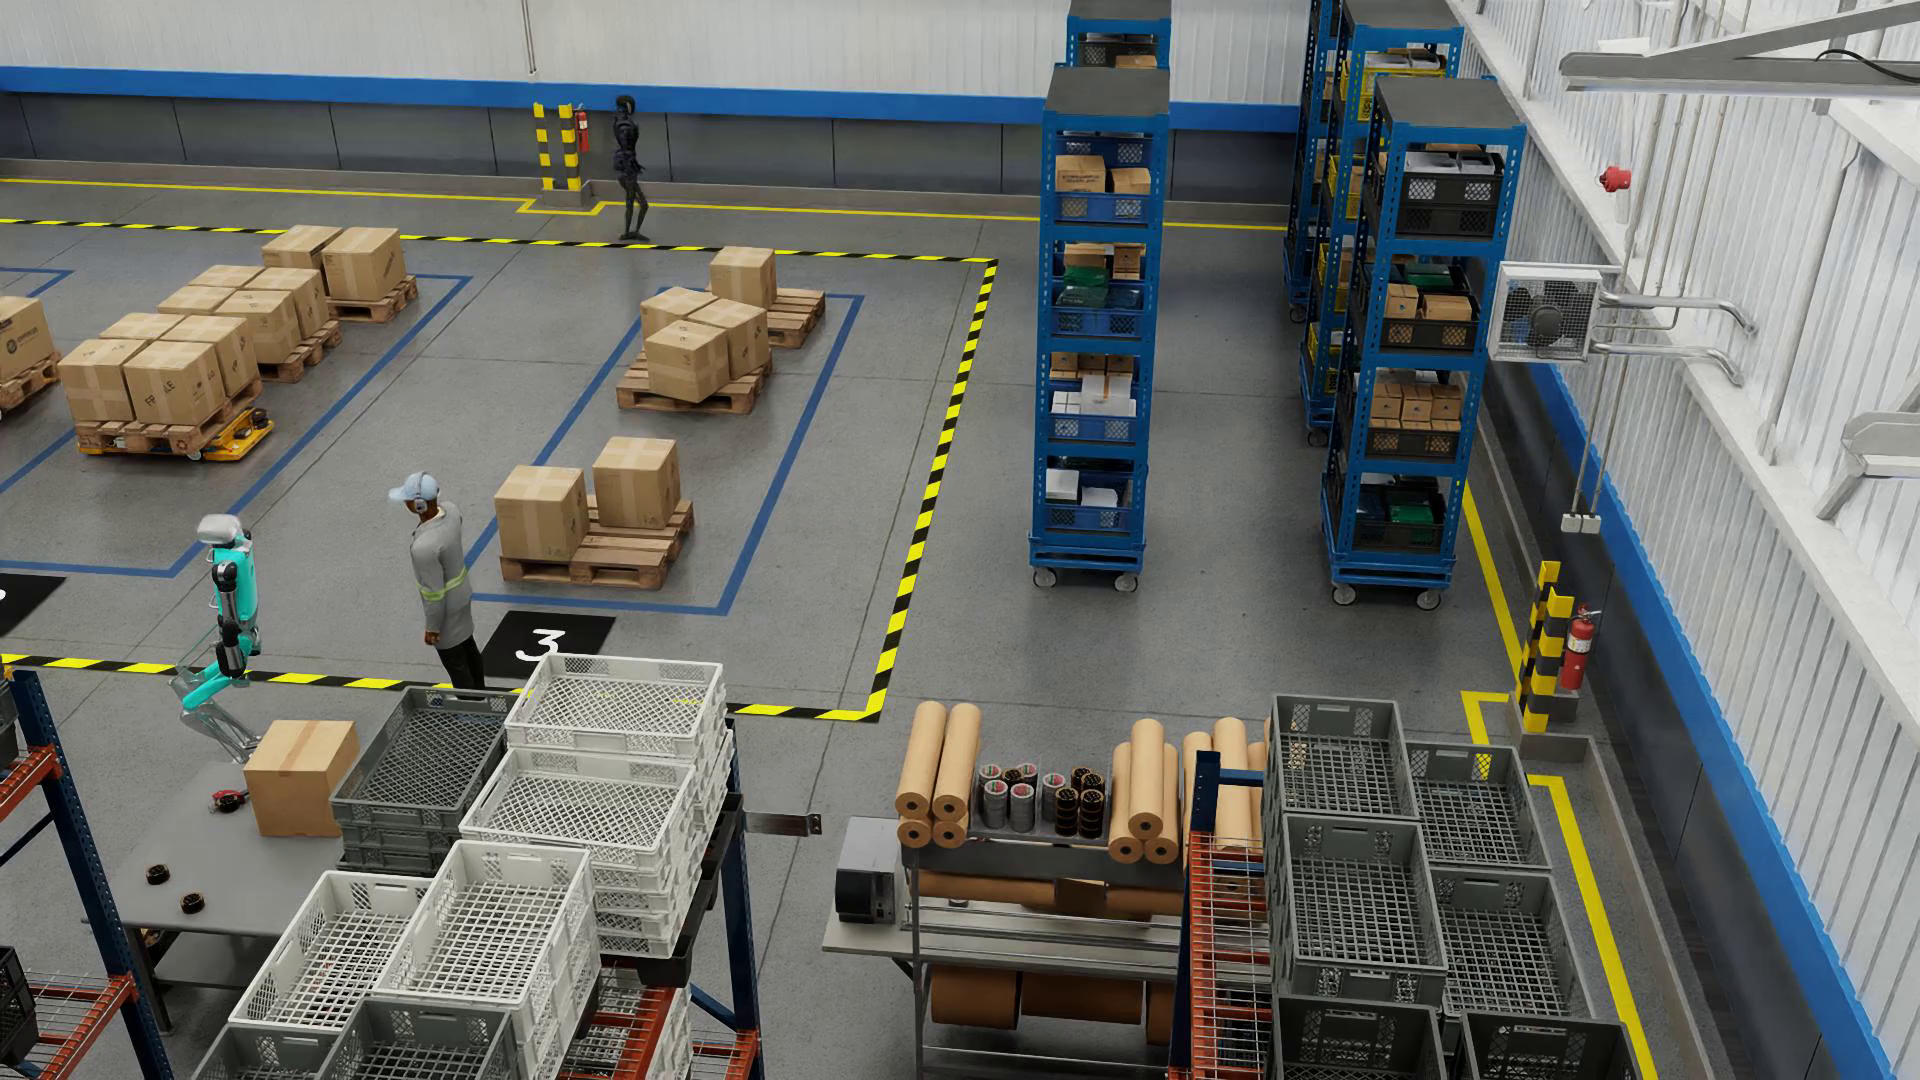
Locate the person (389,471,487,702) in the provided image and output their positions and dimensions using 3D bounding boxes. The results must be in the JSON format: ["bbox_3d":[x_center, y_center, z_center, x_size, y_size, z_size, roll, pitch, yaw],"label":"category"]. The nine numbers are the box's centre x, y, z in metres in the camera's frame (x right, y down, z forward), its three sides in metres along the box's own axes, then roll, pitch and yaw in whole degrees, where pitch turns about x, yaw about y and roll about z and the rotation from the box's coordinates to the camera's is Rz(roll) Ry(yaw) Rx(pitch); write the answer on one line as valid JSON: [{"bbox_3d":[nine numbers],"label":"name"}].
[{"bbox_3d":[-3.246,0.394,10.423,0.372,1.853,0.589,0,30,0],"label":"person"}]

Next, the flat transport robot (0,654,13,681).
[{"bbox_3d":[-7.142,0.969,11.010,1.431,0.231,0.659,3,30,6],"label":"flat transport robot"}]

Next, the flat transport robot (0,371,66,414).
[{"bbox_3d":[-8.741,-1.310,14.896,0.652,0.197,1.431,3,30,6],"label":"flat transport robot"}]

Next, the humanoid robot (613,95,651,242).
[{"bbox_3d":[-3.637,-4.086,18.299,0.396,1.646,0.611,-2,30,-3],"label":"humanoid robot"}]

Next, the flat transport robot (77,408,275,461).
[{"bbox_3d":[-6.728,-0.944,14.268,1.431,0.197,0.652,3,30,6],"label":"flat transport robot"}]

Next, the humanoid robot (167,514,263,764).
[{"bbox_3d":[-4.512,0.629,10.005,0.735,1.671,0.533,-5,31,-9],"label":"humanoid robot"}]
